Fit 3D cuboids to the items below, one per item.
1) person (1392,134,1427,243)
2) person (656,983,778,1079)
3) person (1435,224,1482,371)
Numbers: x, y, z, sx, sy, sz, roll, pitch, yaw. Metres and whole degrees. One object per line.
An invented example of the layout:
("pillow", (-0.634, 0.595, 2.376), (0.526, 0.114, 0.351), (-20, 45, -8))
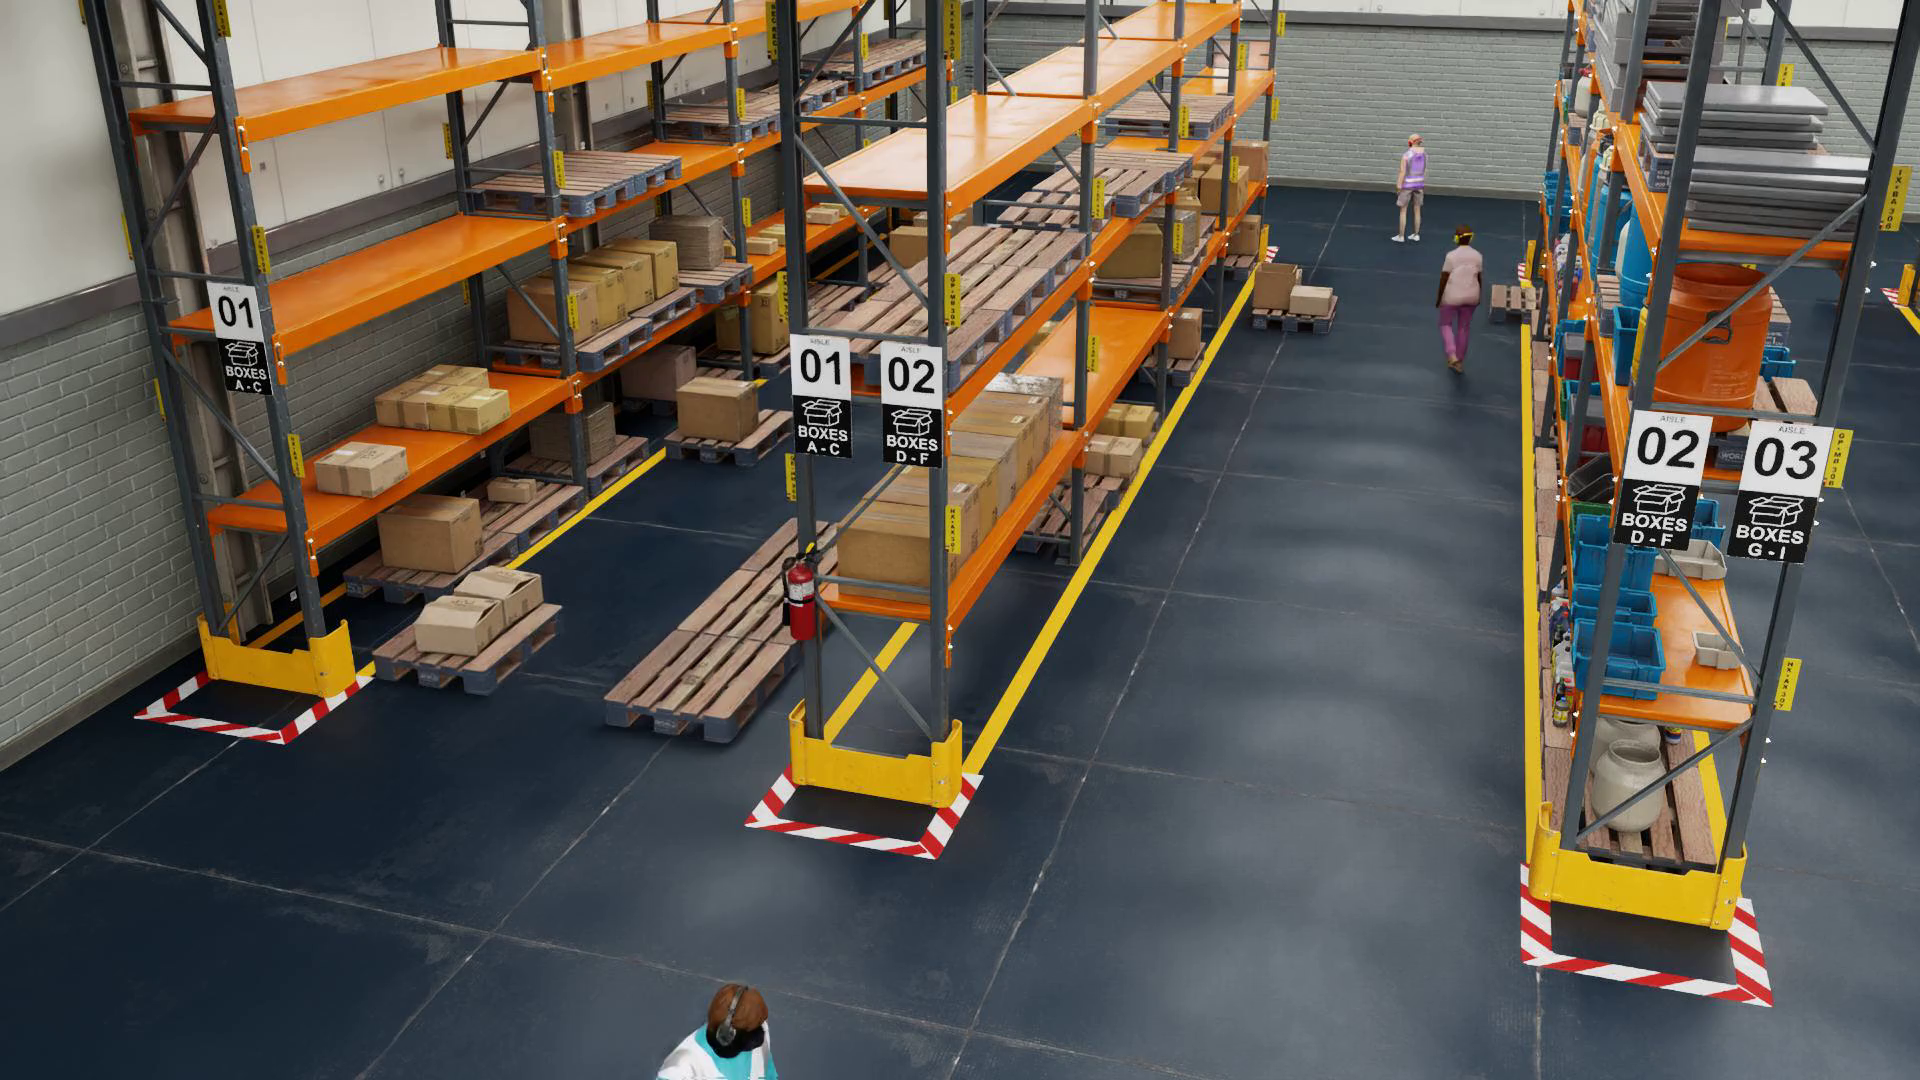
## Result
("person", (7.106, -5.540, 26.232), (0.493, 1.688, 0.350), (-7, 24, -17))
("person", (-1.025, 2.639, 7.162), (1.014, 1.758, 0.630), (10, 25, 23))
("person", (5.997, -2.875, 19.924), (0.579, 1.781, 0.464), (-3, 24, -7))
